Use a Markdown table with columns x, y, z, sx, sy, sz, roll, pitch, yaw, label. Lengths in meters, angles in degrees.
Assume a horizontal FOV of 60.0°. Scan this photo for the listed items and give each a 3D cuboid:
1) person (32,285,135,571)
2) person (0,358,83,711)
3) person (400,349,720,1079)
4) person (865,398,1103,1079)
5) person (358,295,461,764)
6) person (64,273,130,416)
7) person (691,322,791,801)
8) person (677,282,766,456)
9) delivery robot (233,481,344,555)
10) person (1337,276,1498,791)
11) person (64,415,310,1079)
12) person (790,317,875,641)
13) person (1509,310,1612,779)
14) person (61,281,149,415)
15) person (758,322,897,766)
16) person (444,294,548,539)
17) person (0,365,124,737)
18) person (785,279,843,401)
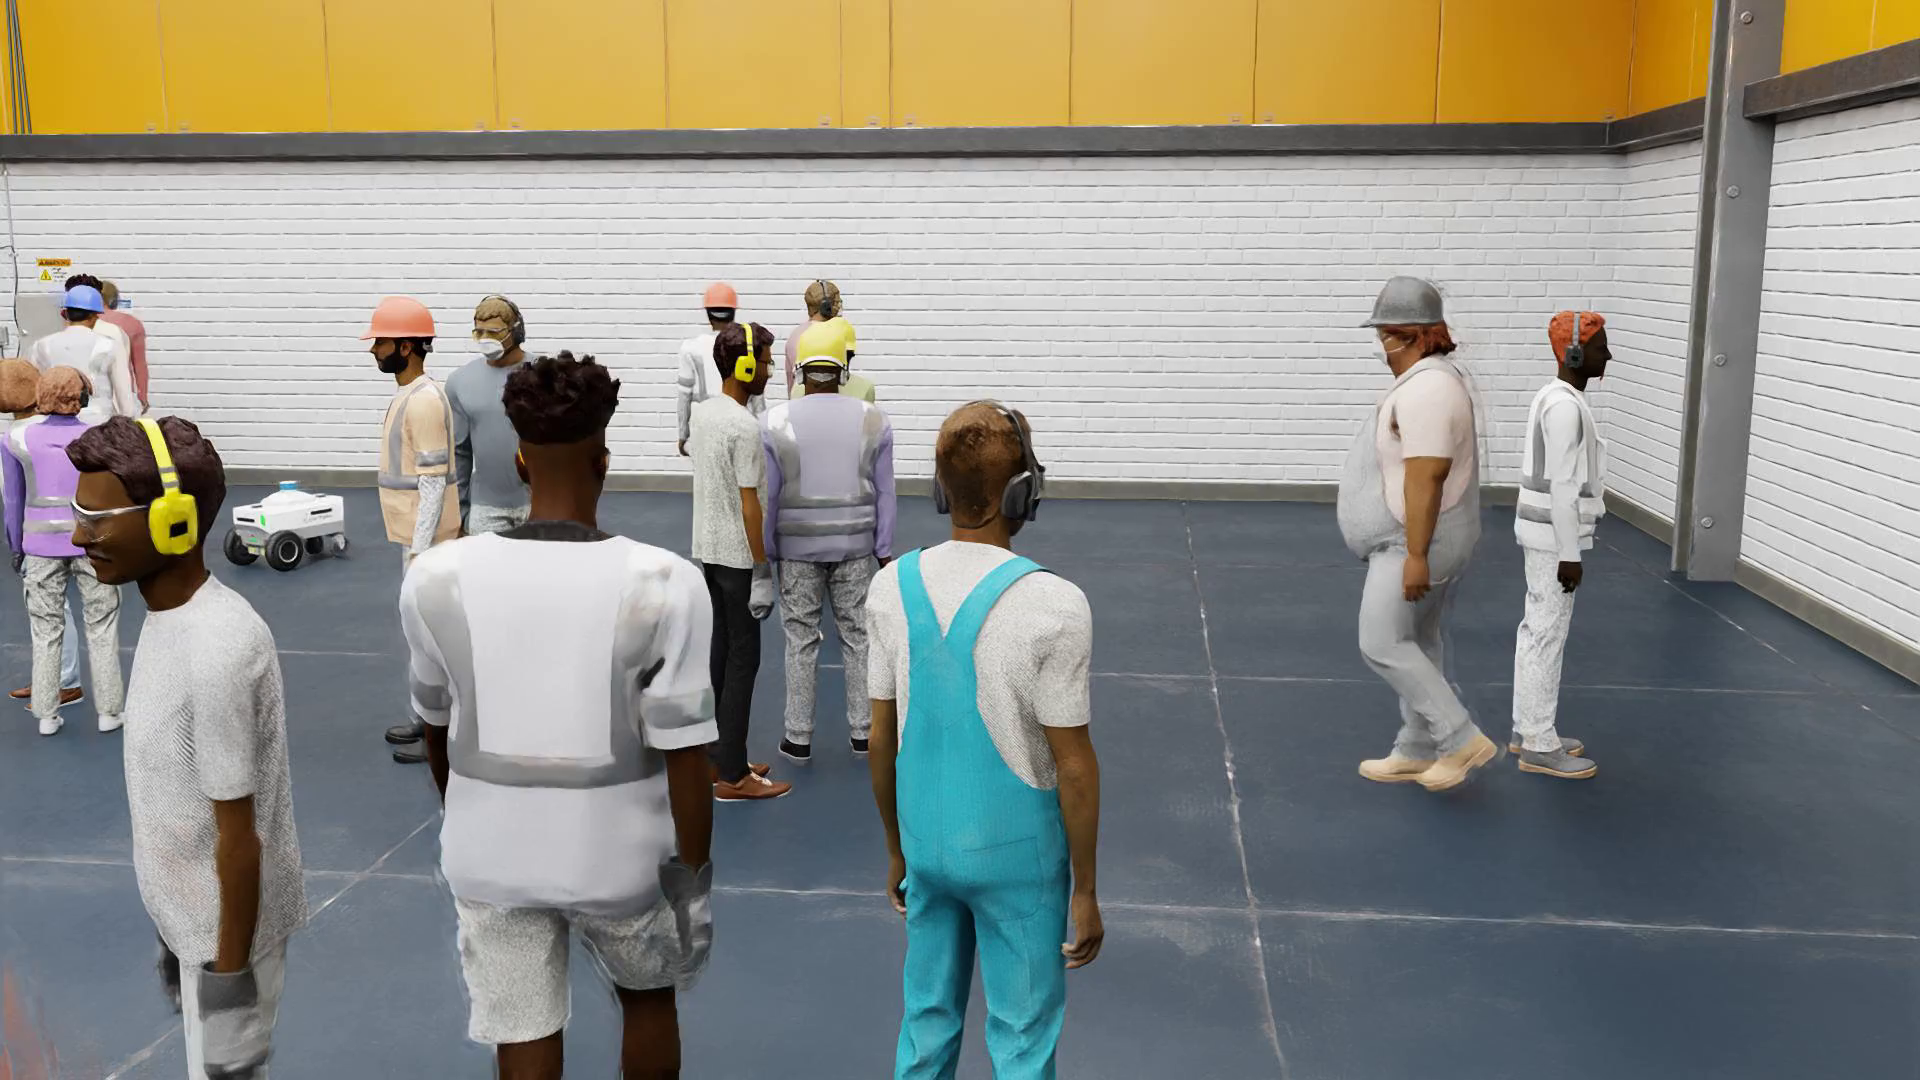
| x | y | z | sx | sy | sz | roll | pitch | yaw | label |
| --- | --- | --- | --- | --- | --- | --- | --- | --- | --- |
| -5.919 | -0.755 | 11.195 | 0.649 | 1.893 | 1.035 | 0 | 10 | -1 | person |
| -4.314 | -0.029 | 7.743 | 0.272 | 1.631 | 0.507 | -8 | 13 | -39 | person |
| -0.763 | 0.592 | 3.314 | 0.605 | 1.927 | 0.769 | -1 | 10 | -4 | person |
| 0.053 | 0.644 | 3.289 | 0.507 | 1.844 | 0.345 | 6 | 12 | 31 | person |
| -2.271 | -0.041 | 6.940 | 0.361 | 1.939 | 0.542 | -4 | 11 | -21 | person |
| -5.999 | -0.867 | 11.586 | 0.362 | 1.963 | 0.614 | 1 | 10 | 4 | person |
| -0.854 | 0.093 | 6.438 | 0.347 | 1.853 | 0.526 | -6 | 11 | -30 | person |
| -1.568 | -0.724 | 10.921 | 0.563 | 1.902 | 0.849 | -2 | 10 | -11 | person |
| -4.545 | -0.159 | 11.290 | 0.477 | 0.478 | 0.707 | 6 | 12 | 29 | delivery robot |
| 1.752 | -0.010 | 6.467 | 0.570 | 2.000 | 0.719 | 3 | 10 | 18 | person |
| -1.306 | 0.707 | 2.892 | 0.322 | 1.861 | 0.514 | -6 | 11 | -29 | person |
| -0.673 | -0.330 | 9.096 | 0.533 | 1.765 | 0.330 | -7 | 12 | -33 | person |
| 2.453 | 0.011 | 6.801 | 0.359 | 1.883 | 0.573 | 3 | 10 | 15 | person |
| -7.203 | -1.237 | 14.008 | 0.663 | 1.861 | 1.036 | -9 | 13 | -42 | person |
| -0.562 | 0.021 | 6.889 | 0.600 | 1.831 | 0.404 | -3 | 10 | -15 | person |
| -2.040 | -0.147 | 7.587 | 0.635 | 1.929 | 0.381 | 1 | 10 | 8 | person |
| -3.882 | 0.053 | 7.285 | 0.524 | 1.631 | 0.319 | -3 | 10 | -17 | person |
| -0.888 | -0.695 | 10.679 | 0.370 | 1.941 | 0.627 | -7 | 12 | -33 | person |
